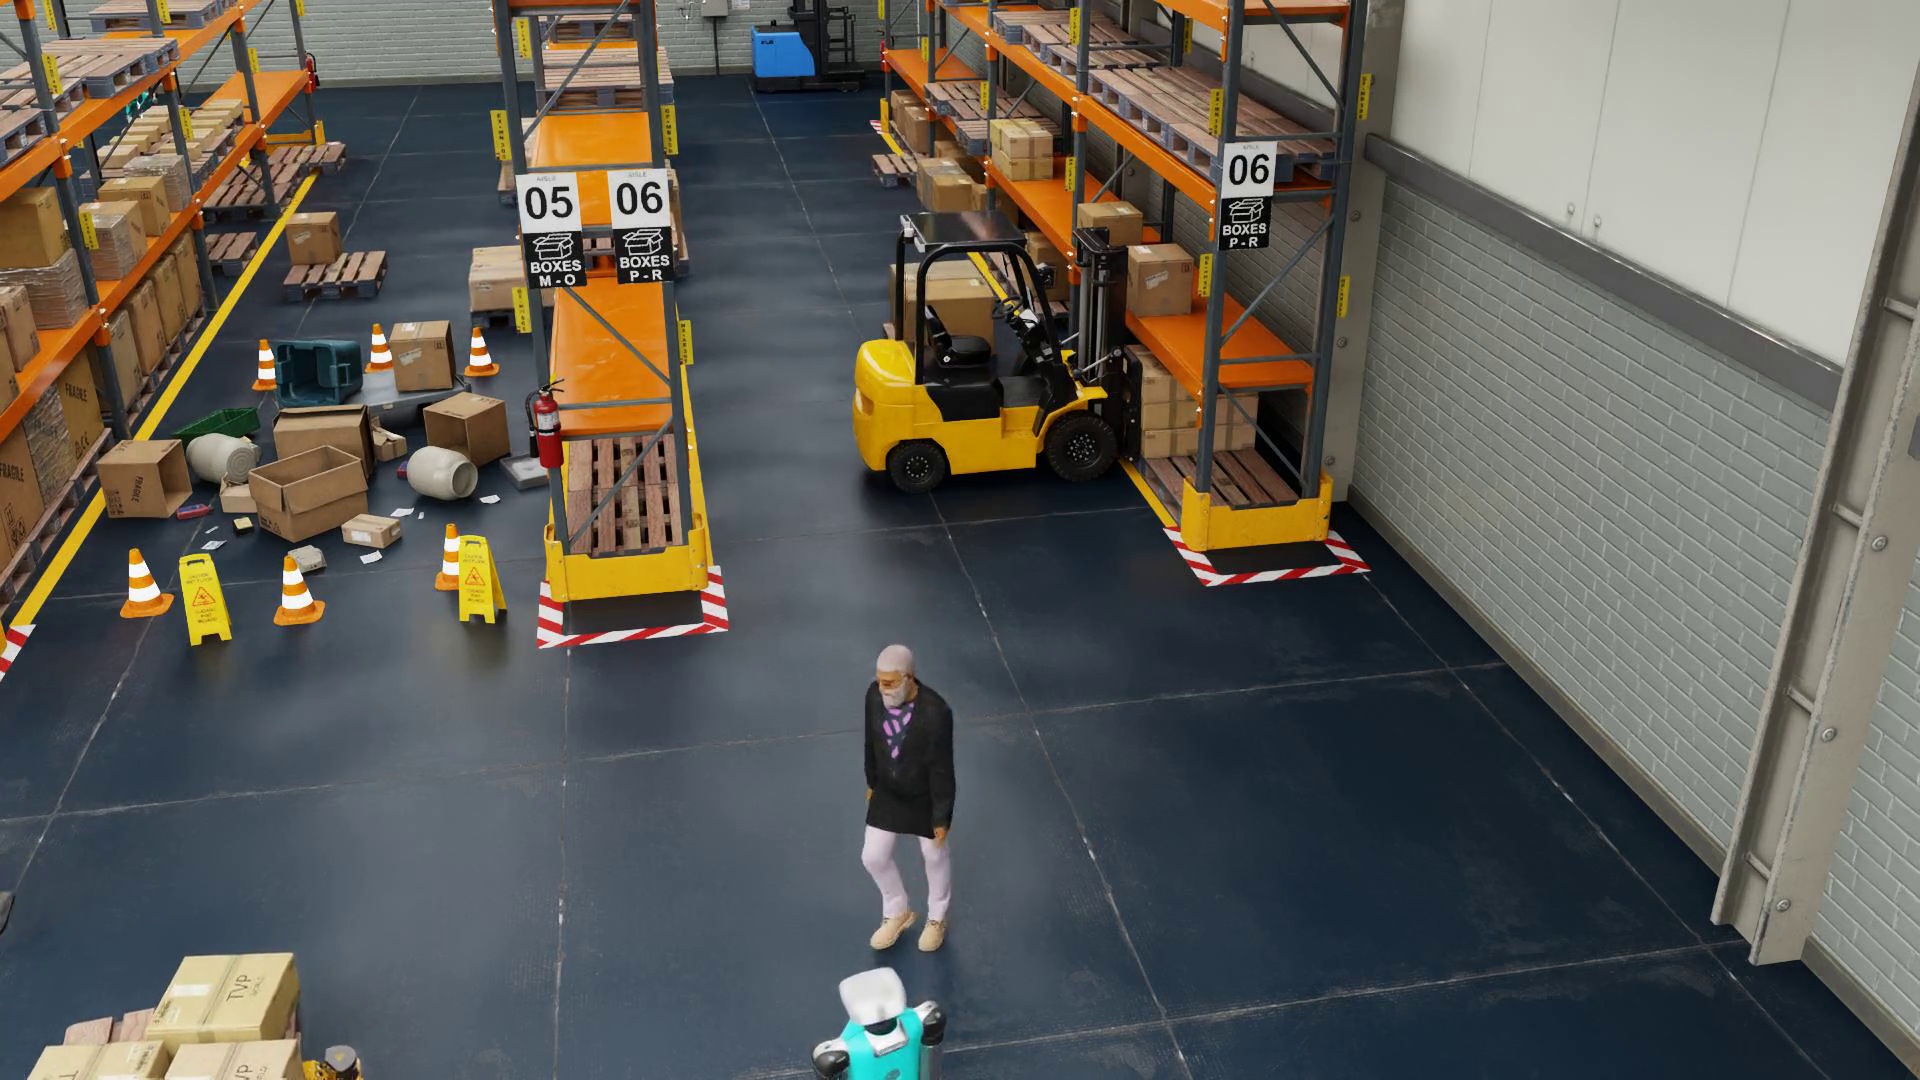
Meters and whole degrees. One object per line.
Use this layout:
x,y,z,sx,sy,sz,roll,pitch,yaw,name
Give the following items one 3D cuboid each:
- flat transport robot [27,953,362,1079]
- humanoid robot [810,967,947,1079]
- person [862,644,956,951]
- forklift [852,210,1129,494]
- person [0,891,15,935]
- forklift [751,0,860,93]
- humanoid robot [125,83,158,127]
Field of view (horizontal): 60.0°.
-3.459,2.705,7.497,1.431,0.231,0.659,-8,27,-16,flat transport robot
-0.392,2.348,6.584,0.538,1.833,0.674,-14,29,-26,humanoid robot
-0.266,1.337,8.532,0.578,1.828,0.554,13,28,25,person
0.216,-1.659,14.366,2.313,2.155,1.214,-5,26,-10,forklift
-5.282,1.494,8.366,0.660,1.690,0.480,-21,33,-37,person
-2.872,-9.679,30.288,1.873,2.768,1.129,-5,26,-10,forklift
-12.787,-6.966,25.785,0.533,1.677,0.735,-23,34,-40,humanoid robot
